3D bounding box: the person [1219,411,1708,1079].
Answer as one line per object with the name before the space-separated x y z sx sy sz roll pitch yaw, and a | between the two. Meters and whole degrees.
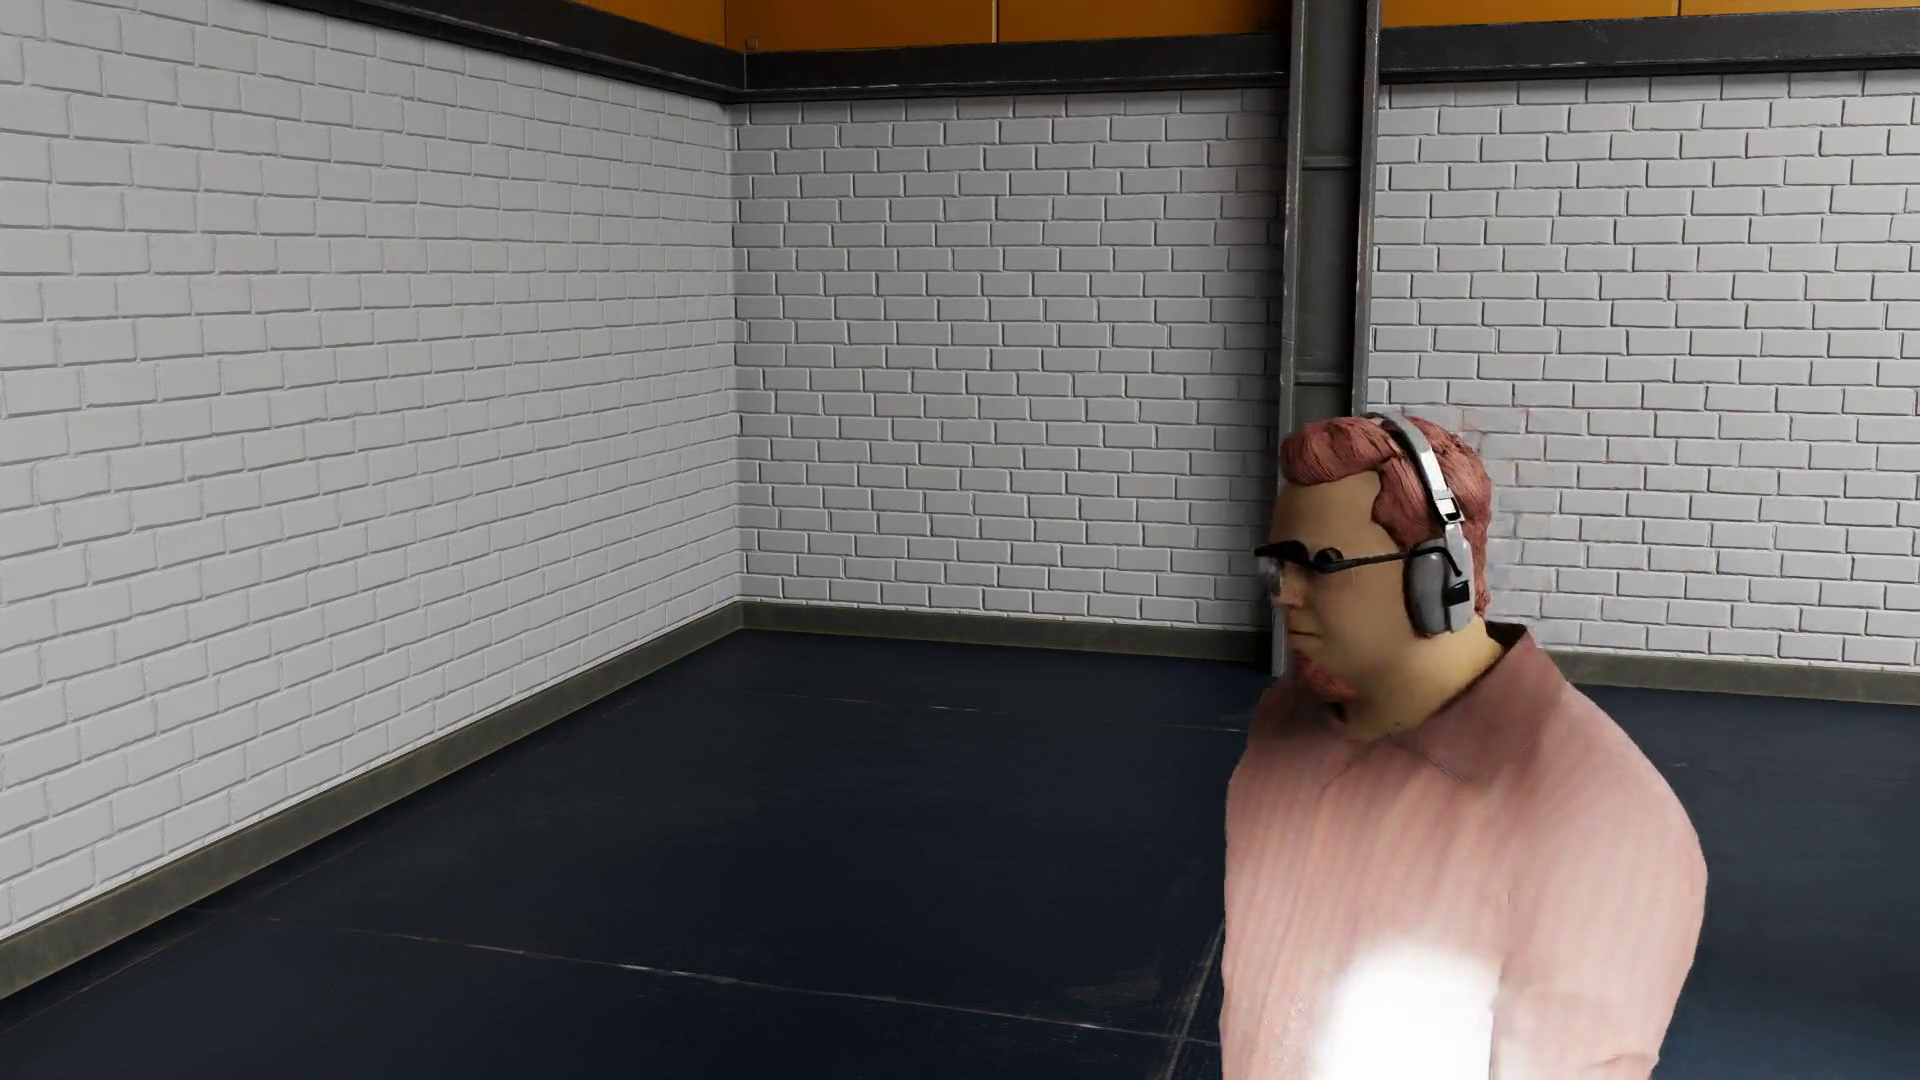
person | 0.397 0.807 1.790 0.858 1.870 0.641 -5 11 -30
